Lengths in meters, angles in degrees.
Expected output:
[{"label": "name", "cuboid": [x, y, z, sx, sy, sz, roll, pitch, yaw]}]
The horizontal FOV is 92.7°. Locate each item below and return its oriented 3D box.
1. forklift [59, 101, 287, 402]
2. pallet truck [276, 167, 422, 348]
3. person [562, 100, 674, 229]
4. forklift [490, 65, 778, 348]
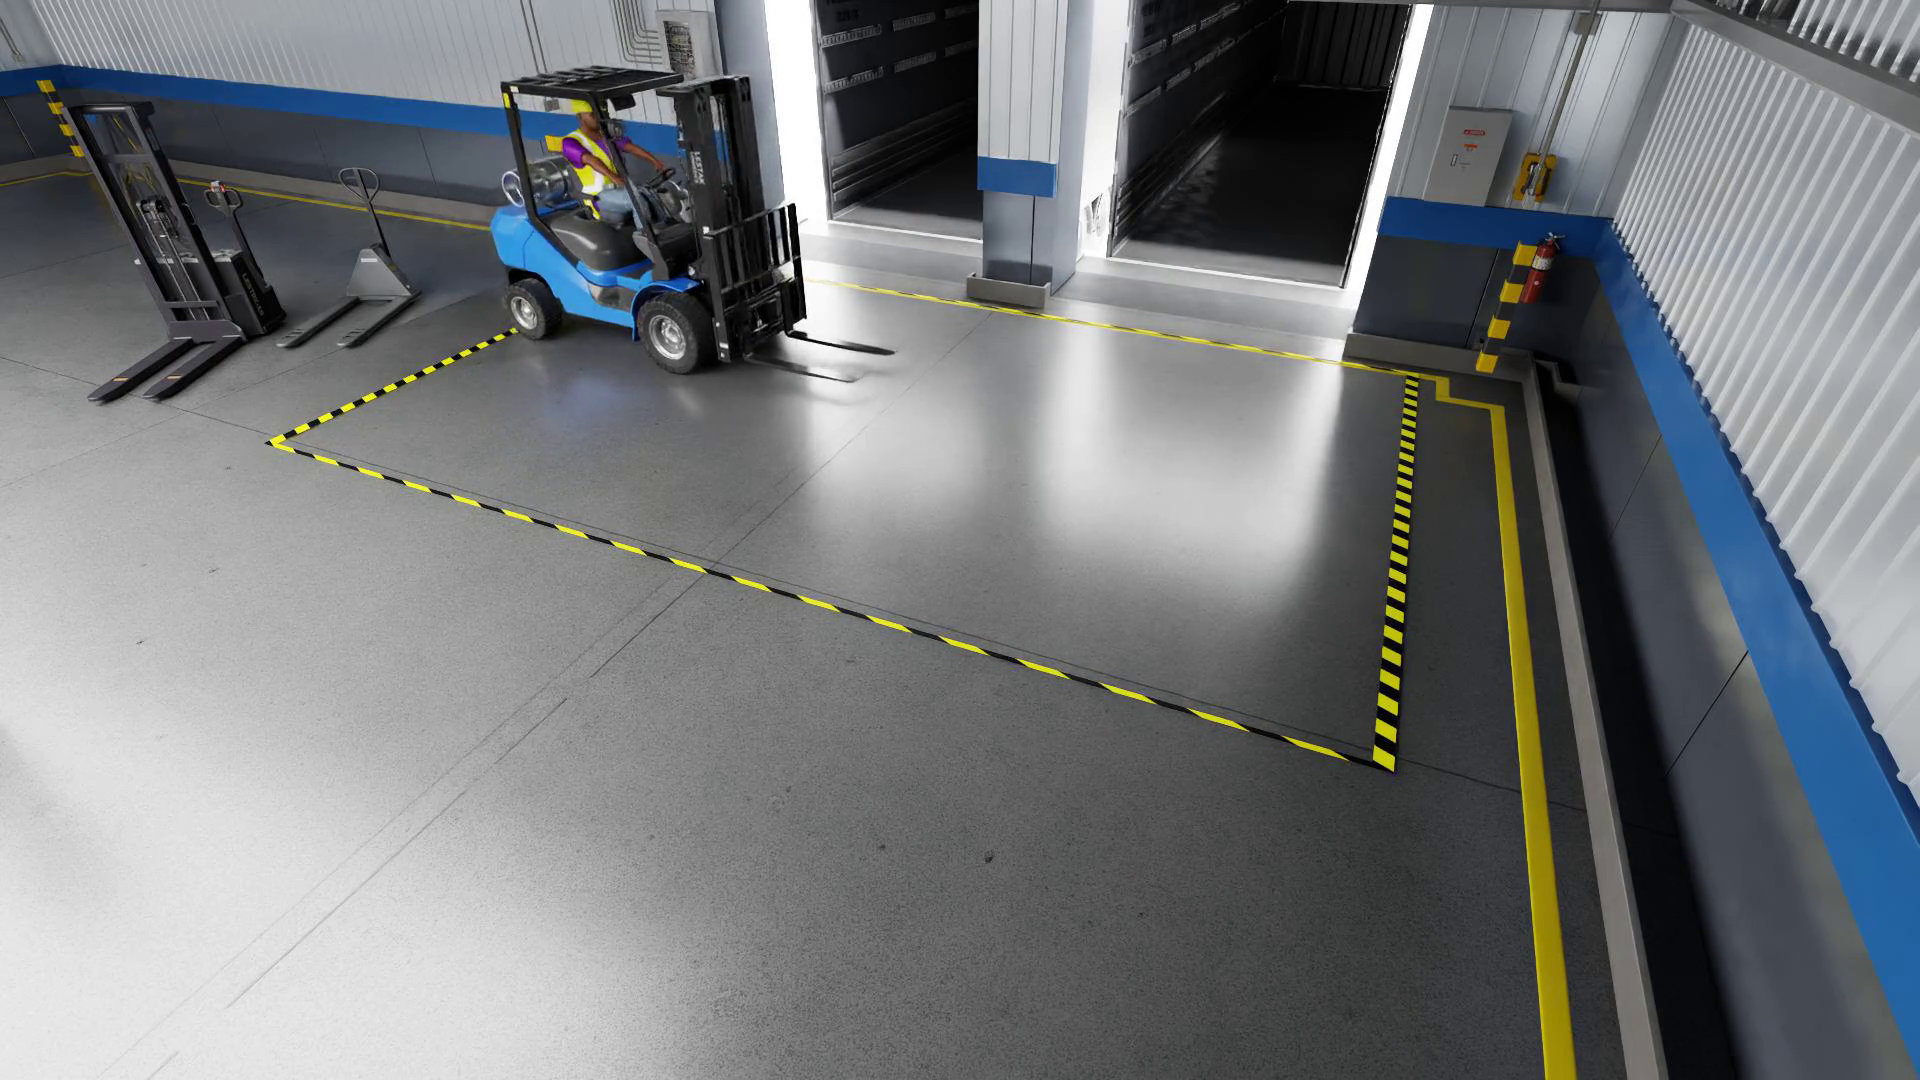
[{"label": "forklift", "cuboid": [-6.686, -2.387, 7.434, 0.823, 1.965, 1.885, -3, 35, -5]}, {"label": "pallet truck", "cuboid": [-5.732, -2.611, 8.414, 0.680, 1.201, 1.601, -1, 35, -1]}, {"label": "person", "cuboid": [-2.775, -3.014, 7.693, 1.002, 1.294, 0.635, 16, 38, 22]}, {"label": "forklift", "cuboid": [-2.825, -2.880, 7.829, 2.680, 2.036, 1.157, 16, 38, 22]}]
